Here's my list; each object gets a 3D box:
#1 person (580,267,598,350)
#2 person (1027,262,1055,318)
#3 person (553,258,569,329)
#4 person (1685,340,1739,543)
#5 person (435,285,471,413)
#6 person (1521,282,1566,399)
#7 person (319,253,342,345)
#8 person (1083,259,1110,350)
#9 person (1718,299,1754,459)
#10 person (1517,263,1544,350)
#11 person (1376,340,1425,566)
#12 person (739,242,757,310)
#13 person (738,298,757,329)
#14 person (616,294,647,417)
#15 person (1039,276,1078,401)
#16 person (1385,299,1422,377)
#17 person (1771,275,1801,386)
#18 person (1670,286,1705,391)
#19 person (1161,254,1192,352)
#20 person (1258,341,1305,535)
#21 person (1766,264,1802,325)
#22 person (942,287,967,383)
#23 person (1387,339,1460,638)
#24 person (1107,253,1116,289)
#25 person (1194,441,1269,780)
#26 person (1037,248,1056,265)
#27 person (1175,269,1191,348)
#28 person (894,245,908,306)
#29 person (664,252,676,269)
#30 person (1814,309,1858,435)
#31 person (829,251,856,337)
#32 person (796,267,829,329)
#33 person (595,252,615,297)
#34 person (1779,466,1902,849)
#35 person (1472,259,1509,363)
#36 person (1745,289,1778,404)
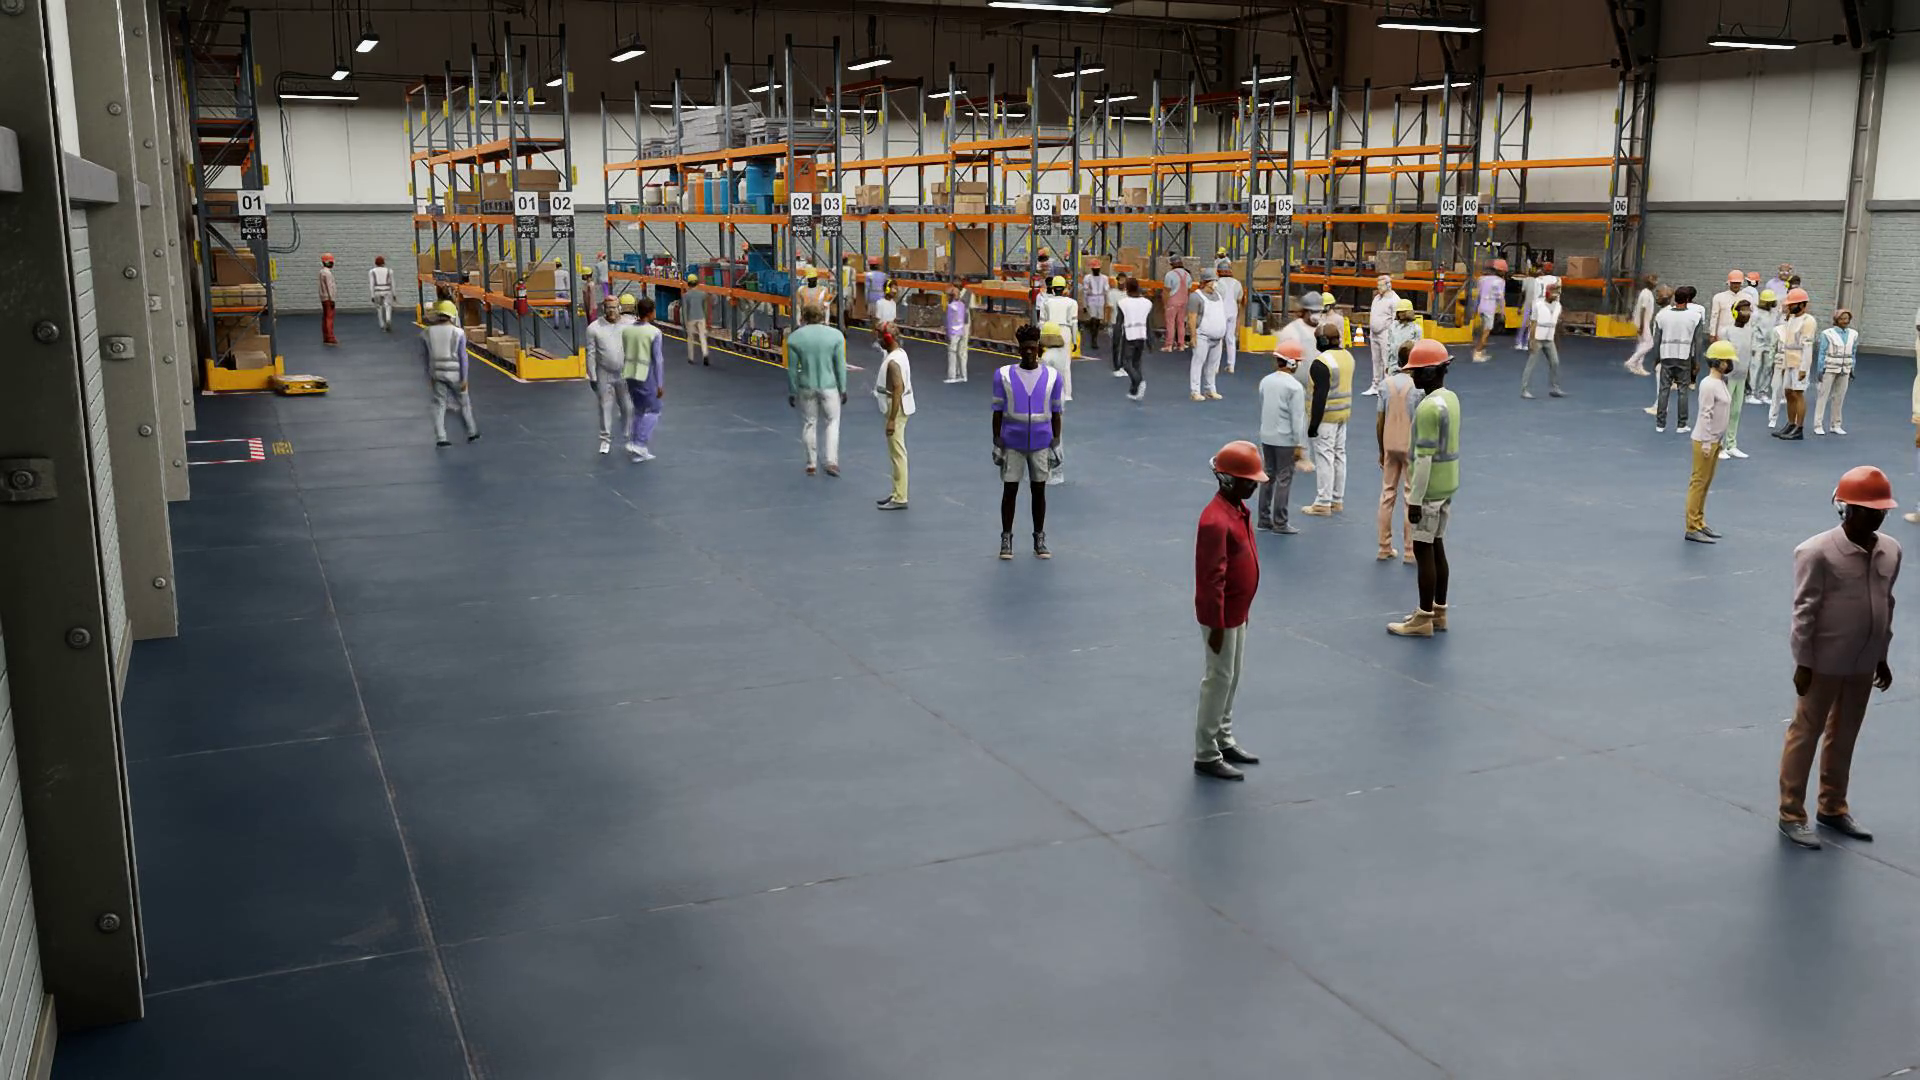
[{"bbox_3d":[-7.743,-4.816,34.729,0.333,1.761,0.525,-5,12,-23],"label":"person"},{"bbox_3d":[1.728,-4.960,35.216,0.696,1.861,0.860,-5,12,-22],"label":"person"},{"bbox_3d":[-10.000,-6.148,41.475,0.524,1.770,0.315,-5,12,-23],"label":"person"},{"bbox_3d":[6.612,-0.867,14.630,0.314,1.771,0.523,8,14,35],"label":"person"},{"bbox_3d":[-7.378,-2.768,24.095,0.506,1.846,0.345,9,14,39],"label":"person"},{"bbox_3d":[9.066,-3.088,25.817,0.627,1.816,0.467,-5,12,-24],"label":"person"},{"bbox_3d":[-13.824,-5.272,36.448,0.391,1.990,0.623,-8,14,-36],"label":"person"},{"bbox_3d":[2.922,-4.968,35.109,0.570,1.898,0.861,-3,11,-14],"label":"person"},{"bbox_3d":[9.119,-1.889,19.555,0.513,1.876,0.328,-5,12,-24],"label":"person"},{"bbox_3d":[11.997,-4.886,34.881,0.565,1.836,0.419,2,11,9],"label":"person"},{"bbox_3d":[3.657,-0.712,13.651,0.507,1.846,0.343,10,15,43],"label":"person"},{"bbox_3d":[-6.304,-7.848,49.455,0.611,2.029,0.409,3,12,17],"label":"person"},{"bbox_3d":[-5.200,-5.876,40.501,0.537,1.605,0.465,-1,11,-6],"label":"person"},{"bbox_3d":[-4.685,-2.593,23.484,0.483,1.738,0.312,8,14,36],"label":"person"},{"bbox_3d":[1.509,-3.083,25.524,0.589,1.918,0.393,2,11,9],"label":"person"},{"bbox_3d":[5.857,-2.313,22.045,0.486,1.744,0.294,9,14,38],"label":"person"},{"bbox_3d":[13.774,-3.464,27.627,0.593,1.854,0.355,-1,11,-7],"label":"person"},{"bbox_3d":[11.768,-3.257,26.959,0.535,1.697,0.321,2,11,9],"label":"person"},{"bbox_3d":[4.471,-4.953,34.705,0.685,2.000,0.535,-8,14,-36],"label":"person"},{"bbox_3d":[2.916,-0.921,14.978,0.346,1.743,0.558,-6,12,-26],"label":"person"},{"bbox_3d":[15.985,-4.420,32.379,0.643,1.896,0.397,6,13,29],"label":"person"},{"bbox_3d":[-0.067,-3.475,28.249,0.316,1.630,0.526,7,13,33],"label":"person"},{"bbox_3d":[3.171,-0.347,11.331,0.409,2.033,0.608,7,13,30],"label":"person"},{"bbox_3d":[3.915,-6.571,43.464,0.458,1.829,0.589,4,12,21],"label":"person"},{"bbox_3d":[1.386,0.353,8.509,0.350,1.739,0.573,4,12,21],"label":"person"},{"bbox_3d":[2.506,-7.426,47.656,0.633,1.884,0.474,-2,11,-9],"label":"person"},{"bbox_3d":[4.753,-4.933,35.507,0.319,1.687,0.538,-2,11,-9],"label":"person"},{"bbox_3d":[-1.787,-8.230,51.753,0.427,1.887,0.667,10,15,42],"label":"person"},{"bbox_3d":[-8.421,-7.456,48.148,0.524,1.760,0.326,8,14,37],"label":"person"},{"bbox_3d":[11.407,-2.183,21.652,0.523,1.638,0.310,-1,11,-7],"label":"person"},{"bbox_3d":[-2.697,-5.668,38.431,0.615,2.018,0.877,-3,11,-13],"label":"person"},{"bbox_3d":[-2.636,-3.910,29.700,0.593,1.923,0.388,1,11,5],"label":"person"},{"bbox_3d":[-10.749,-7.854,50.330,0.578,1.701,0.801,-7,13,-30],"label":"person"},{"bbox_3d":[4.038,0.527,7.583,0.564,1.752,0.338,-3,12,-17],"label":"person"},{"bbox_3d":[10.207,-4.414,32.067,0.687,1.992,0.622,-4,12,-18],"label":"person"},{"bbox_3d":[12.167,-2.925,25.186,0.494,1.727,0.323,-4,12,-18],"label":"person"}]
